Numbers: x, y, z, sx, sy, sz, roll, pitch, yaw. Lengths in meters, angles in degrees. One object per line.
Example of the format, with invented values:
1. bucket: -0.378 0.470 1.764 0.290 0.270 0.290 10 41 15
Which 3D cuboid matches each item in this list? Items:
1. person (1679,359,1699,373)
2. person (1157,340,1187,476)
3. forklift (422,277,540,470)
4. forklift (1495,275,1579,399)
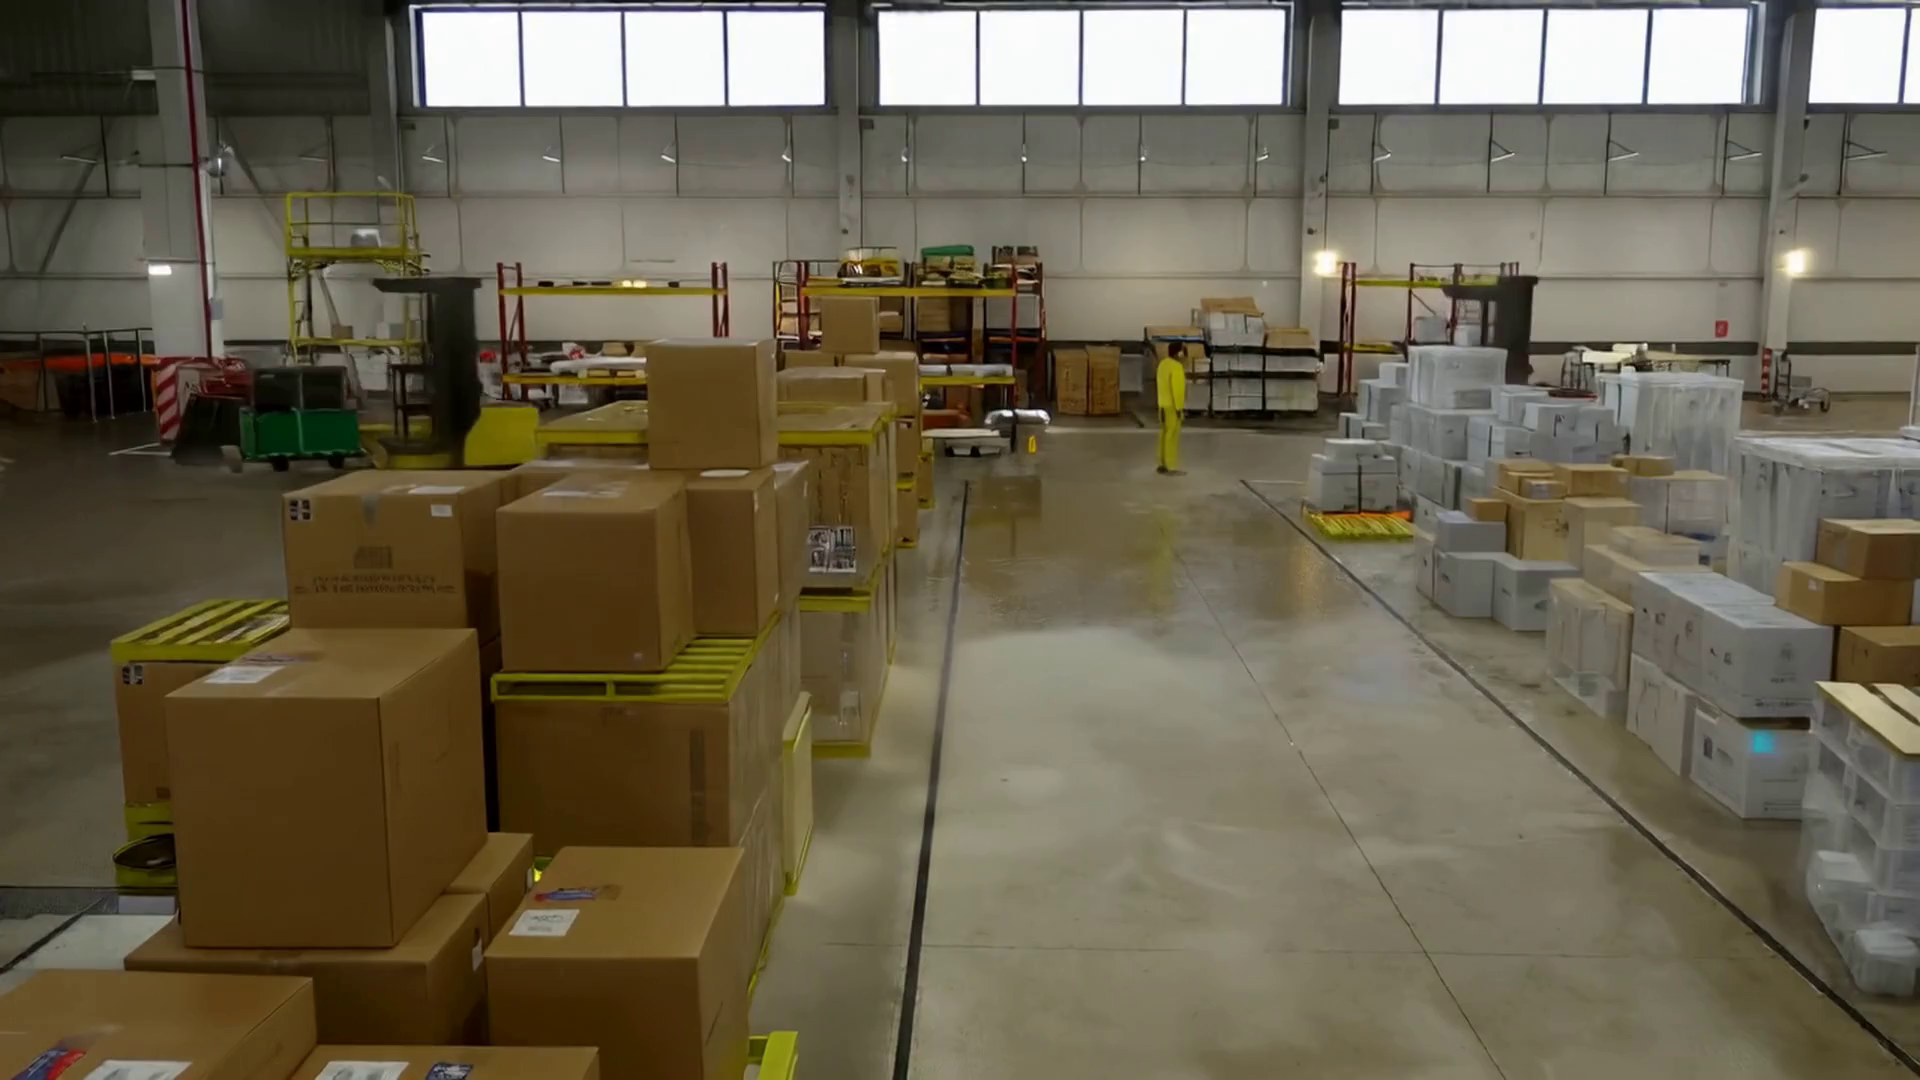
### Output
1. person: 9.017 -1.324 20.676 0.633 1.840 0.429 -3 10 -18
2. person: 3.019 -1.886 23.754 0.353 1.936 0.635 -3 10 -19
3. forklift: -6.761 -2.172 22.647 1.873 2.768 1.129 -4 10 -25
4. forklift: 8.798 -2.811 26.475 1.873 2.768 1.129 0 9 1
